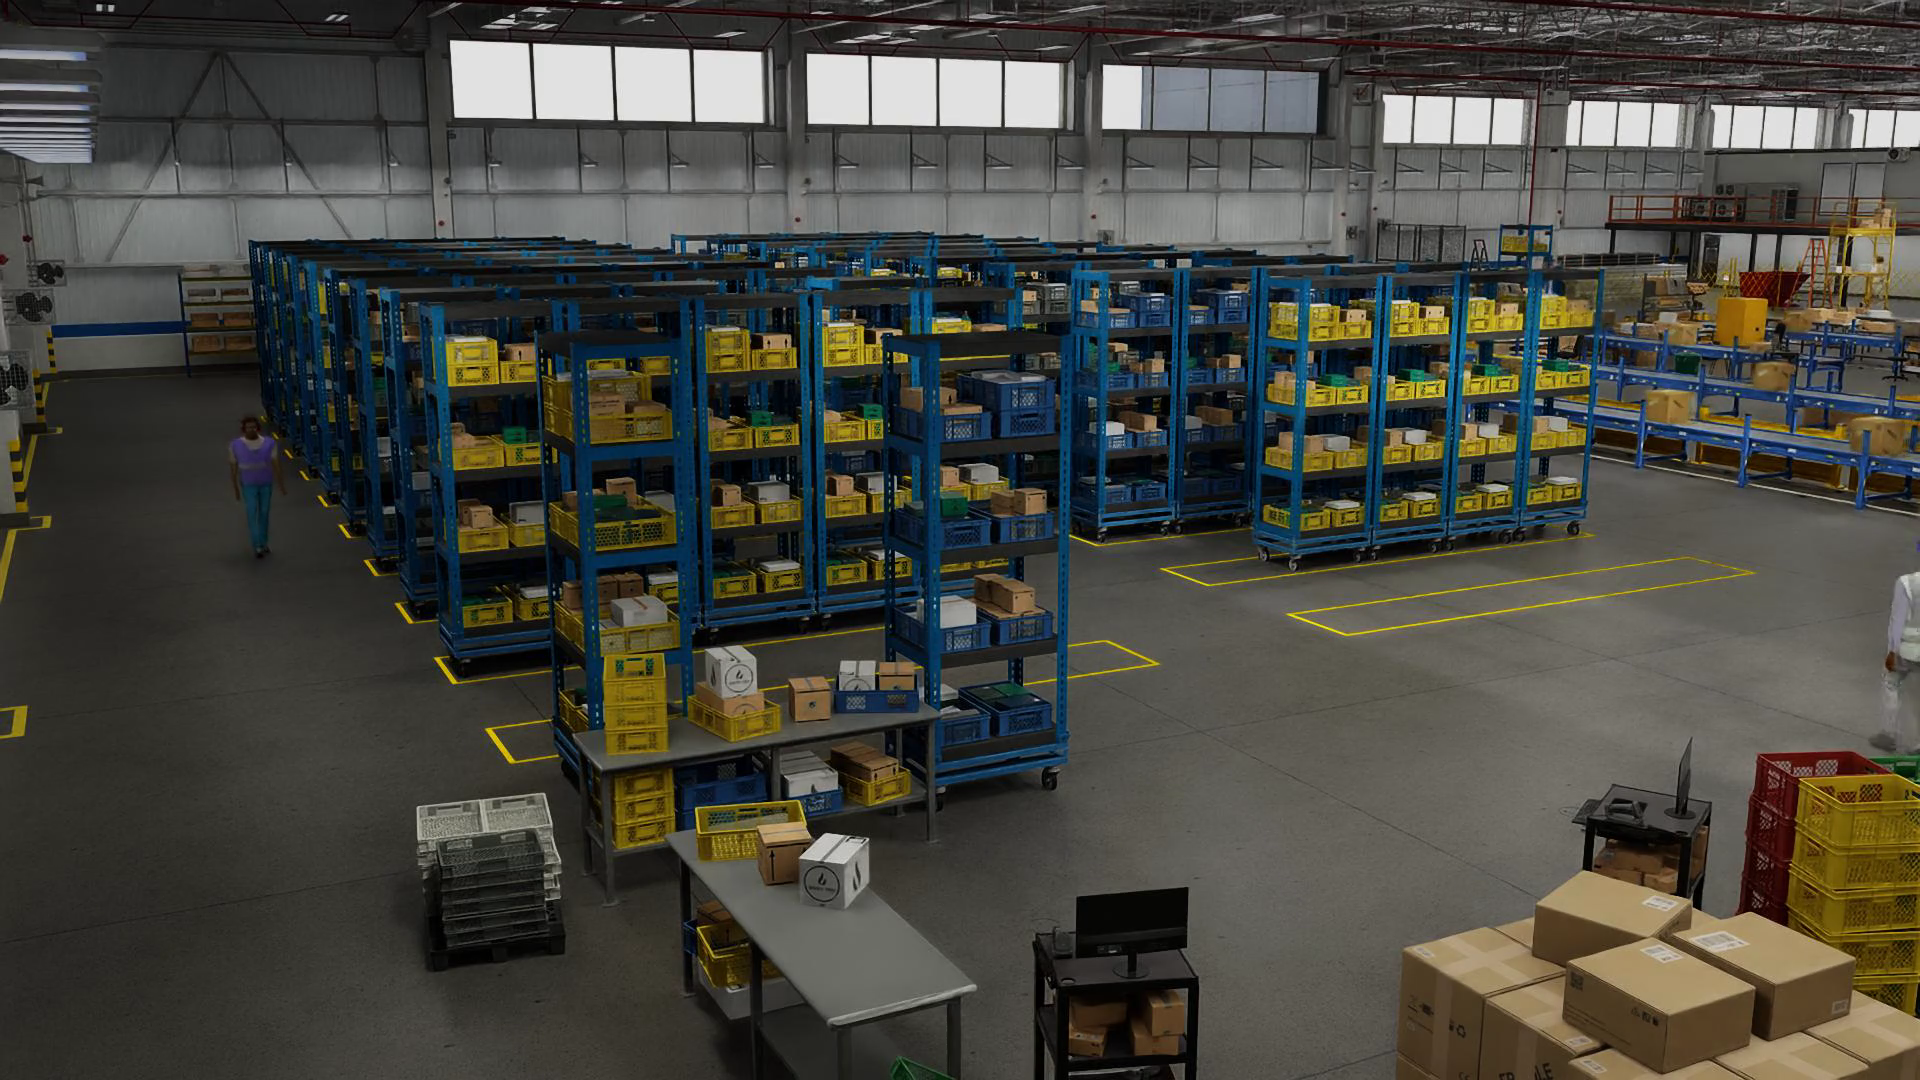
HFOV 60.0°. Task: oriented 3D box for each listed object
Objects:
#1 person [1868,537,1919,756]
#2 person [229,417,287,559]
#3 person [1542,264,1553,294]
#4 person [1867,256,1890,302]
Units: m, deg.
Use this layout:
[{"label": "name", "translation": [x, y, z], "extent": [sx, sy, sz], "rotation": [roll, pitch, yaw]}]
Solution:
[{"label": "person", "translation": [7.901, 0.862, 13.734], "extent": [0.645, 1.919, 0.742], "rotation": [0, 12, 2]}, {"label": "person", "translation": [-8.929, -0.671, 21.192], "extent": [0.597, 1.795, 0.947], "rotation": [-8, 14, -33]}, {"label": "person", "translation": [19.847, -8.321, 56.416], "extent": [0.438, 2.031, 0.620], "rotation": [12, 17, 43]}, {"label": "person", "translation": [37.205, -10.531, 67.200], "extent": [0.921, 1.841, 0.578], "rotation": [7, 14, 29]}]
